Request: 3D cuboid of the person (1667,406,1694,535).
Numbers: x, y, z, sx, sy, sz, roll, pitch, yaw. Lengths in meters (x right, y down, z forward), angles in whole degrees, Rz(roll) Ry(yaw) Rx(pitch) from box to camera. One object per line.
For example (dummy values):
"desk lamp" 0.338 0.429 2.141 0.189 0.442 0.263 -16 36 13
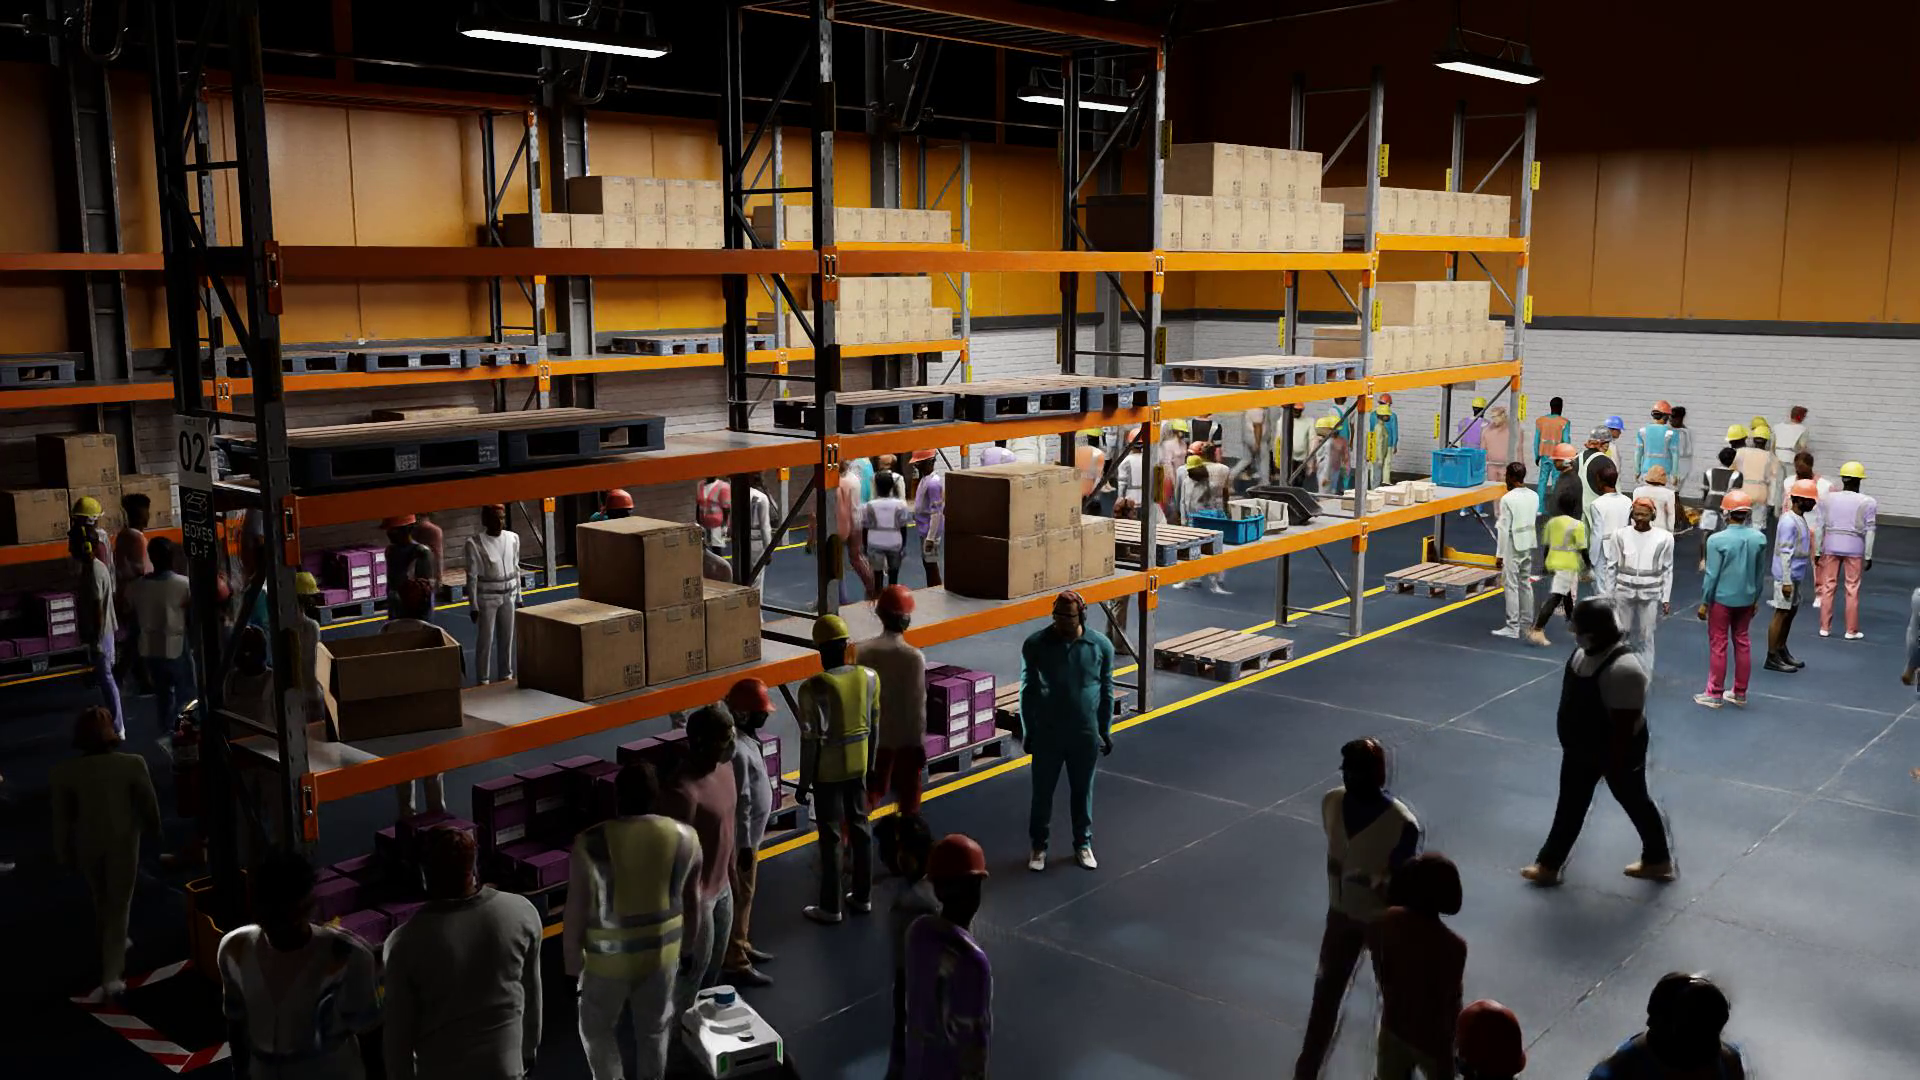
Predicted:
"person" 10.748 -1.043 24.841 0.474 1.936 0.656 6 11 32

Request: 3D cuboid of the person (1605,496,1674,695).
"person" 6.377 0.519 15.651 0.585 1.882 0.337 5 11 28

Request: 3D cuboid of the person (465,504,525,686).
"person" -4.286 0.567 15.363 0.337 1.882 0.583 7 12 38

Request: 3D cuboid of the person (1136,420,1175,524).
"person" 2.928 -1.153 25.169 0.694 2.000 0.711 7 12 38

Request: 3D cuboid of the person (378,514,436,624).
"person" -4.712 0.686 14.228 0.609 2.035 0.423 7 12 35

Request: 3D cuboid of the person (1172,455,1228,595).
"person" 2.966 -0.182 20.414 0.729 1.718 0.320 9 13 43

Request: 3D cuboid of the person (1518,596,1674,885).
"person" 4.220 1.257 10.783 1.101 2.000 0.688 -3 10 -15

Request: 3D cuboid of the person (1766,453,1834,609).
"person" 9.865 -0.096 19.436 0.974 1.845 0.661 -7 12 -35

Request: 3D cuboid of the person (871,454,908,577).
"person" -0.935 -0.336 21.552 0.533 1.614 0.693 7 12 35

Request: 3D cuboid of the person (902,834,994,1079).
"person" 0.066 2.070 6.428 0.856 1.876 0.566 -6 11 -31

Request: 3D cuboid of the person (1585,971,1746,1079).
"person" 2.287 2.268 5.387 0.633 1.830 0.454 -5 11 -26

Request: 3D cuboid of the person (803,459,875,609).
"person" -1.355 -0.148 19.483 0.927 1.953 0.632 -6 11 -33

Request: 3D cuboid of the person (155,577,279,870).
"person" -4.935 1.209 11.268 0.995 1.991 0.622 -3 10 -17

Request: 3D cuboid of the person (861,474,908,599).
"person" -0.863 0.060 19.073 0.541 1.654 0.783 0 10 -2

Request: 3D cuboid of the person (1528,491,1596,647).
"person" 6.395 0.303 17.653 0.884 1.639 0.598 -3 10 -17

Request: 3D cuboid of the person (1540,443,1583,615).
"person" 6.962 -0.130 19.207 0.396 1.990 0.621 0 10 3

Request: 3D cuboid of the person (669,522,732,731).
"person" -2.229 0.791 13.975 0.643 1.905 0.399 0 10 -1

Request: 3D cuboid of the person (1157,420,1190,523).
"person" 3.240 -0.913 24.693 0.532 1.726 0.821 -9 13 -43

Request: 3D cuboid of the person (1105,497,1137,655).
"person" 1.676 0.367 17.300 0.311 1.636 0.523 -2 10 -13

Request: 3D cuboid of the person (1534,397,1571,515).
"person" 9.463 -1.329 26.586 0.376 1.917 0.599 -8 12 -40

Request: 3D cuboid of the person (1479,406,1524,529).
"person" 8.205 -1.093 25.291 0.654 1.881 0.499 7 12 36

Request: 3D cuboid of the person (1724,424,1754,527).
"person" 10.477 -0.625 22.437 0.632 1.897 0.494 -4 10 -20

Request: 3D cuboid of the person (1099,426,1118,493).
"person" 2.615 -1.683 29.355 0.319 1.695 0.538 4 10 25

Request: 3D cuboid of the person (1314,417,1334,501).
"person" 5.455 -0.973 24.982 0.317 1.742 0.494 1 10 6

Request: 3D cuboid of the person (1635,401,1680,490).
"person" 10.191 -1.009 24.306 0.615 2.039 0.382 8 12 40

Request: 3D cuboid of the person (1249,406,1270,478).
"person" 5.634 -2.119 31.284 0.384 1.923 0.590 4 10 22

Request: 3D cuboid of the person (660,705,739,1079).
"person" -1.270 1.747 8.210 0.385 1.928 0.628 2 10 12

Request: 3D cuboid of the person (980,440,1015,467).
"person" 0.533 -0.599 22.202 0.587 1.926 0.366 8 12 38

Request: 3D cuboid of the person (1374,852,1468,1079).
"person" 2.003 2.094 7.085 0.870 1.585 0.517 -5 11 -29

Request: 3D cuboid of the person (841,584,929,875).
"person" -0.501 1.275 10.897 0.627 1.977 0.737 8 13 41

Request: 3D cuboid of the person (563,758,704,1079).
"person" -1.504 1.894 7.621 0.649 1.827 0.492 -5 11 -26

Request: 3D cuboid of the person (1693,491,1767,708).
"person" 7.033 0.541 15.193 0.622 1.994 0.381 -2 10 -14

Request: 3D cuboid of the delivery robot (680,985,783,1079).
"delivery robot" -1.138 2.406 8.070 0.477 0.478 0.707 -6 11 -29

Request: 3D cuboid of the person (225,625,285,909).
"person" -4.355 1.427 10.349 0.520 1.844 0.330 2 10 9

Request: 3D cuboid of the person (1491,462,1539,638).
"person" 6.054 0.106 18.067 0.585 1.908 0.387 -7 12 -37

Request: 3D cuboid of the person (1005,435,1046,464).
"person" 1.013 -1.153 25.562 0.638 1.911 0.406 2 10 13

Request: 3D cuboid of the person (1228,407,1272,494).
"person" 5.070 -1.795 29.002 0.926 2.000 0.689 -3 10 -16

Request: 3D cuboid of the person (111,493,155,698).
"person" -7.680 0.536 15.408 0.542 1.935 0.602 -9 13 -43

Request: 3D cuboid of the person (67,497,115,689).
"person" -8.308 0.496 15.931 0.404 1.837 0.595 -6 11 -31

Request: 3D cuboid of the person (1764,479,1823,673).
"person" 8.297 0.350 16.544 0.389 1.929 0.548 8 13 41

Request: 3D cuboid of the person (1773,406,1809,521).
"person" 12.944 -1.174 25.996 0.398 1.819 0.595 -5 11 -29
